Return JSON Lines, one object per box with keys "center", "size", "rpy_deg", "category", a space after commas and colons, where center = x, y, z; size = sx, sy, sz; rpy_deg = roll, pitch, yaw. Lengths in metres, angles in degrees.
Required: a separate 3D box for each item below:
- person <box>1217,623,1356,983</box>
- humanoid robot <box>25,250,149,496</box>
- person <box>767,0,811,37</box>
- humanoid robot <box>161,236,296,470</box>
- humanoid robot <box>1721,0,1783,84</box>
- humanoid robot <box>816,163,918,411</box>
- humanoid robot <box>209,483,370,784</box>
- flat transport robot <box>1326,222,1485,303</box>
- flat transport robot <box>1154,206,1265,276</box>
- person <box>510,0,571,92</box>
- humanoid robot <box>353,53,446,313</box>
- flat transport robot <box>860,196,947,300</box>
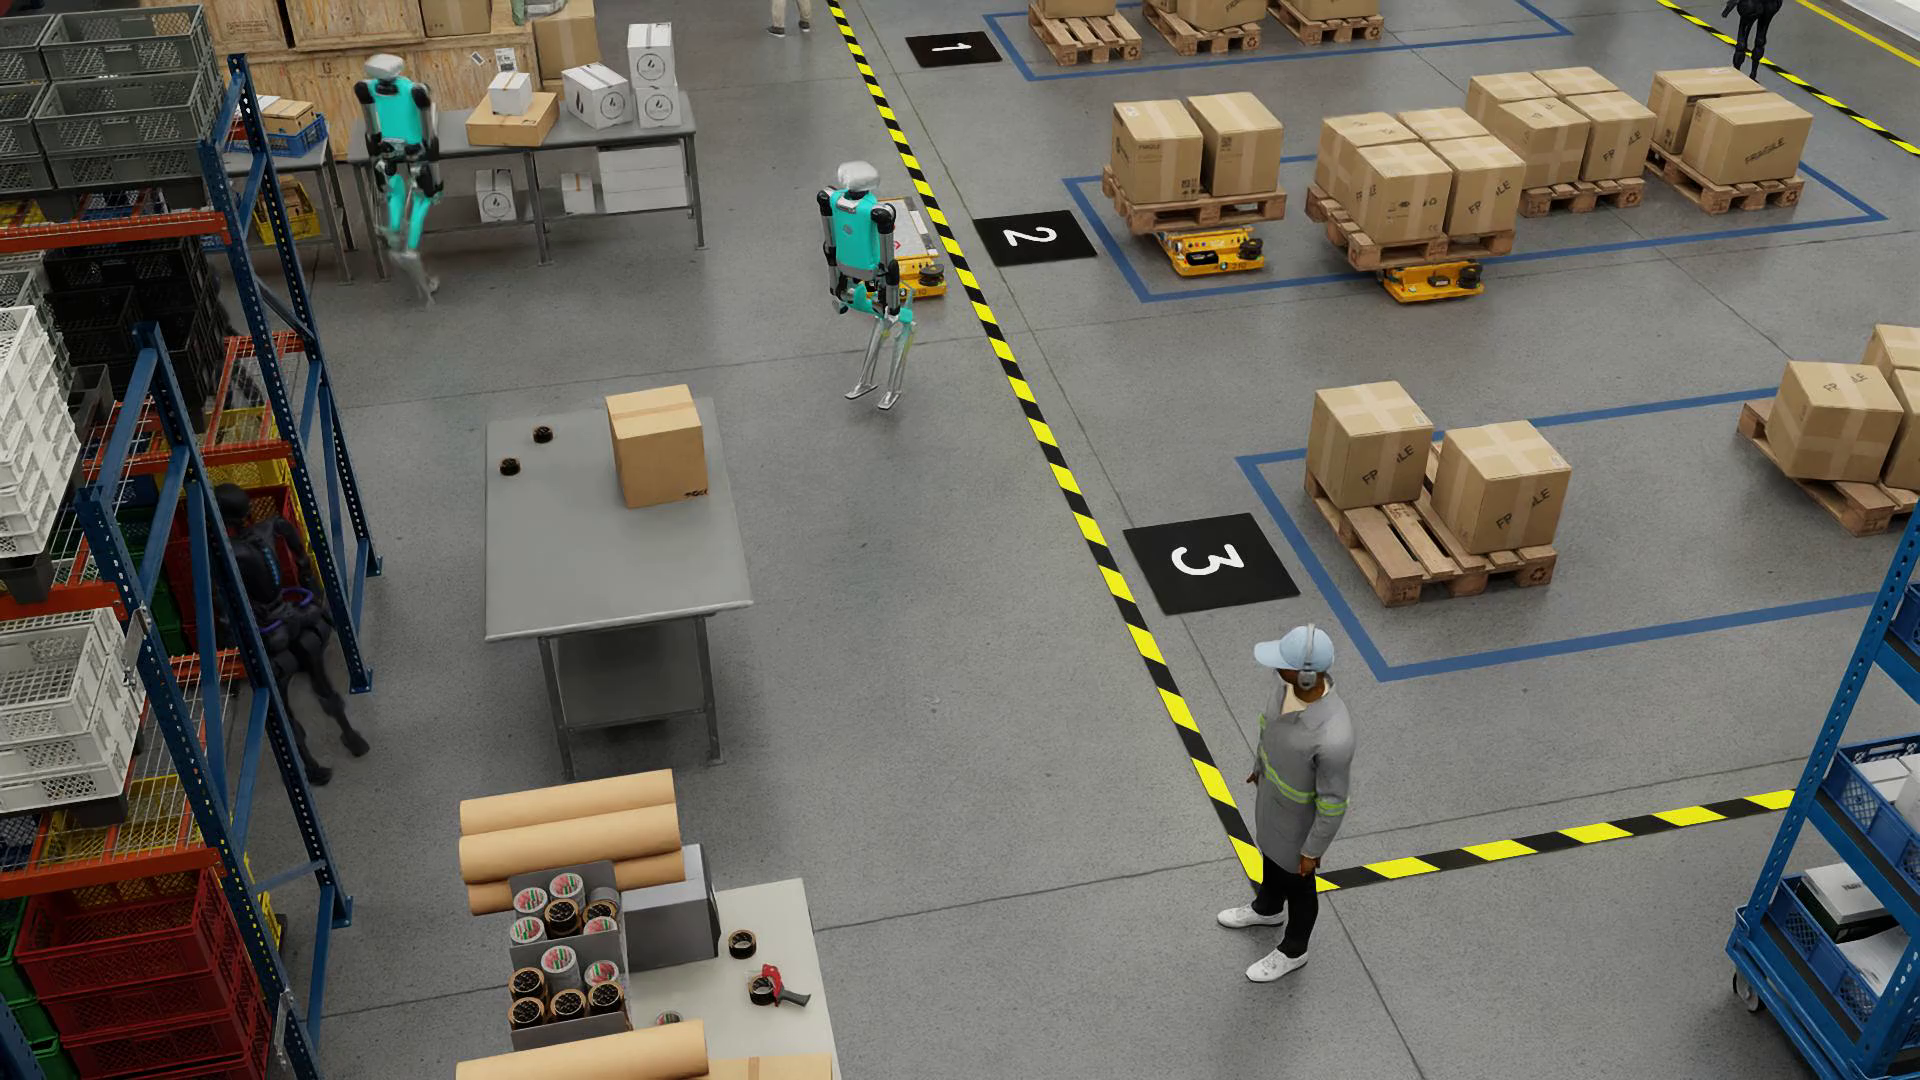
{"center": [1.325, 1.072, 6.787], "size": [0.388, 1.849, 0.596], "rpy_deg": [-9, 37, -11], "category": "person"}
{"center": [-5.057, -0.908, 9.627], "size": [0.725, 1.889, 0.552], "rpy_deg": [30, 46, 34], "category": "humanoid robot"}
{"center": [-1.704, -5.768, 16.049], "size": [0.572, 1.765, 0.396], "rpy_deg": [-19, 41, -24], "category": "person"}
{"center": [-4.447, -1.158, 9.952], "size": [0.601, 1.643, 0.584], "rpy_deg": [-9, 38, -12], "category": "humanoid robot"}
{"center": [7.176, -4.892, 14.936], "size": [0.599, 1.657, 0.315], "rpy_deg": [-14, 39, -19], "category": "humanoid robot"}
{"center": [-0.489, -1.636, 10.409], "size": [0.533, 1.677, 0.735], "rpy_deg": [21, 42, 26], "category": "humanoid robot"}
{"center": [-3.152, 0.453, 7.768], "size": [0.425, 1.641, 0.610], "rpy_deg": [17, 40, 22], "category": "humanoid robot"}
{"center": [3.329, -2.227, 12.524], "size": [0.652, 0.197, 1.431], "rpy_deg": [-8, 37, -10], "category": "flat transport robot"}
{"center": [1.798, -2.476, 12.859], "size": [0.652, 0.197, 1.431], "rpy_deg": [-8, 37, -10], "category": "flat transport robot"}
{"center": [-3.511, -4.393, 14.062], "size": [0.412, 1.939, 0.602], "rpy_deg": [23, 43, 28], "category": "person"}
{"center": [-3.931, -2.419, 11.559], "size": [0.555, 1.767, 0.770], "rpy_deg": [7, 37, 9], "category": "humanoid robot"}
{"center": [-0.570, -2.220, 12.538], "size": [0.659, 0.231, 1.431], "rpy_deg": [-8, 37, -10], "category": "flat transport robot"}
